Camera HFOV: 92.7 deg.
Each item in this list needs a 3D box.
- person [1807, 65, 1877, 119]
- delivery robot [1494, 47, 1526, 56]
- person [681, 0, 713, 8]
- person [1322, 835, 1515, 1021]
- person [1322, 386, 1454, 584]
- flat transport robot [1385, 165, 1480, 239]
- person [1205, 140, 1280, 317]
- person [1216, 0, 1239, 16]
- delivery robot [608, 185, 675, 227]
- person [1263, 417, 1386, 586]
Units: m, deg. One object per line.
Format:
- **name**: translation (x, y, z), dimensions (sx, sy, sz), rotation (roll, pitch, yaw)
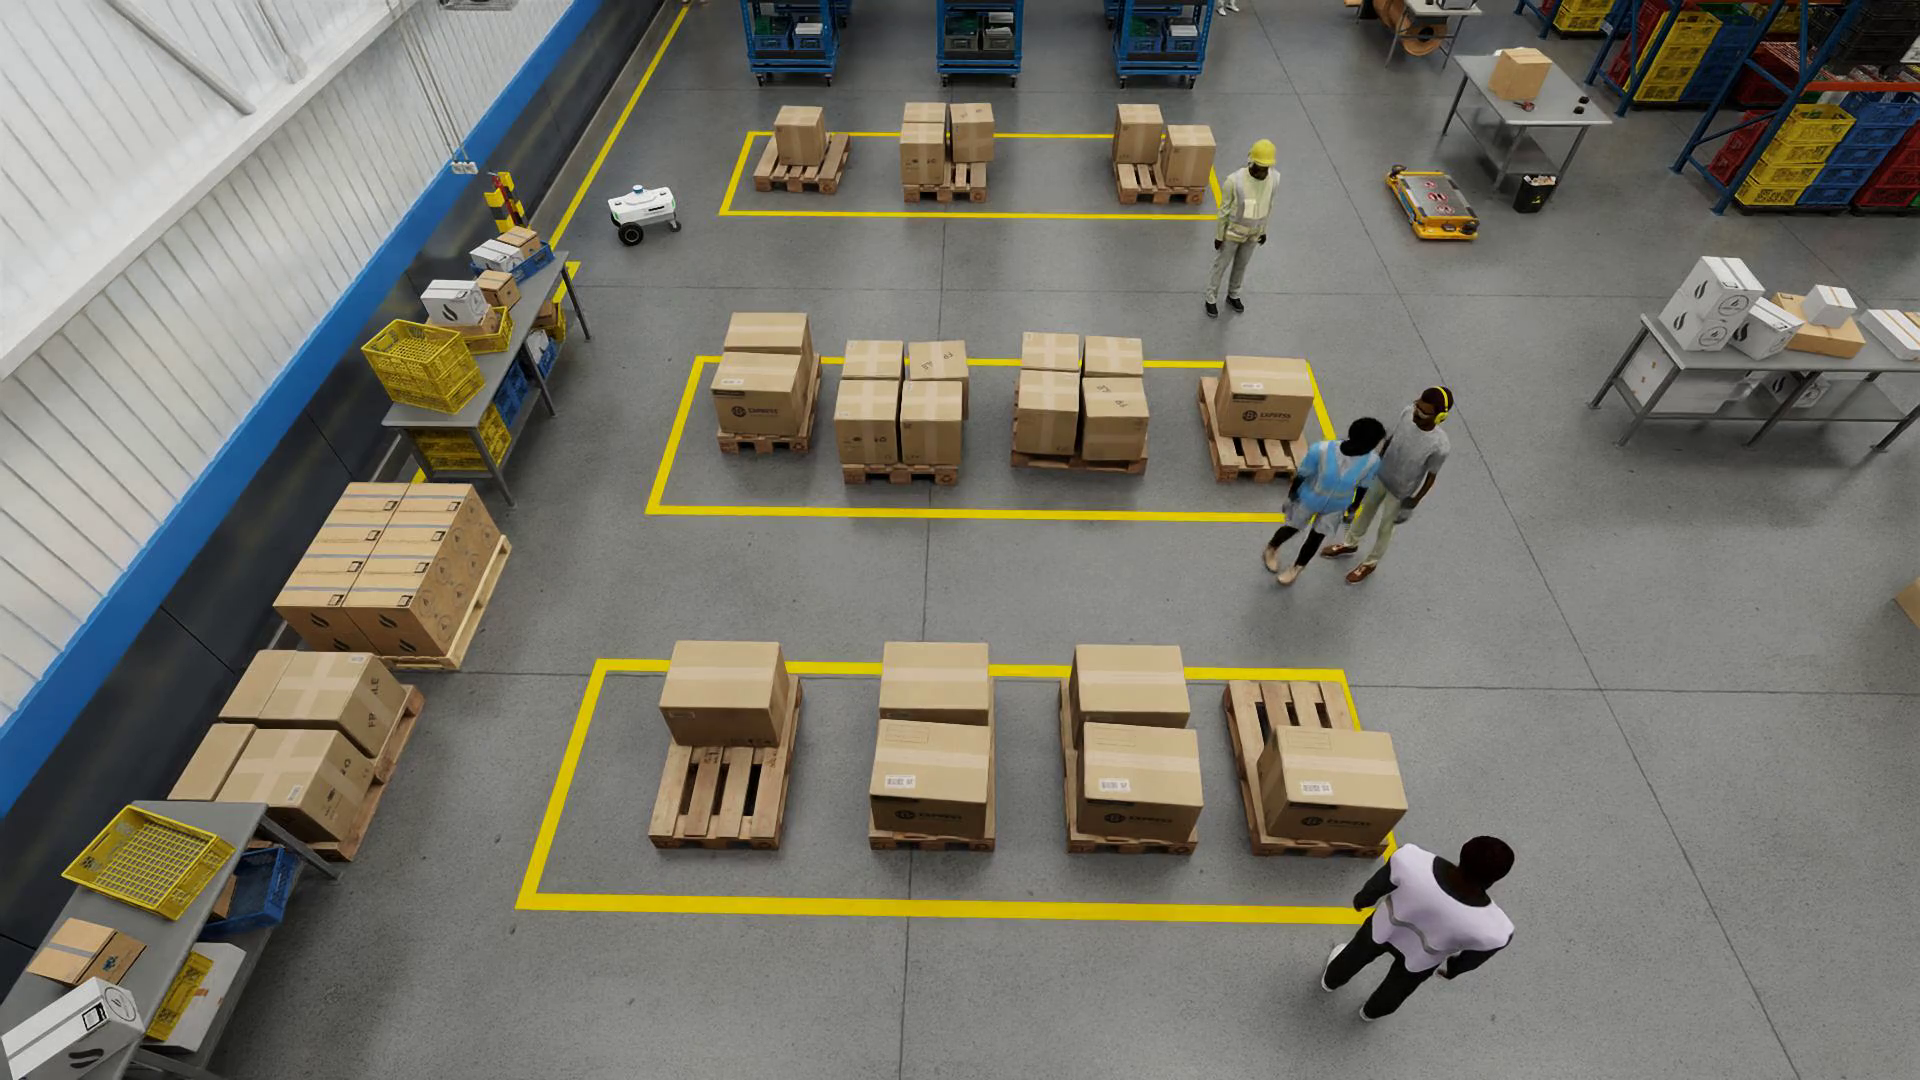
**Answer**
- **person**: translation (11.928, -6.390, 11.987), dimensions (0.342, 1.882, 0.579), rotation (-21, 52, -17)
- **delivery robot**: translation (7.975, -6.809, 13.163), dimensions (0.477, 0.478, 0.707), rotation (-9, 50, -8)
- **person**: translation (-4.440, -9.766, 14.853), dimensions (0.628, 1.980, 0.445), rotation (9, 50, 8)
- **person**: translation (2.304, 2.012, 4.695), dimensions (0.399, 1.915, 0.589), rotation (-35, 57, -26)
- **person**: translation (3.208, -0.397, 6.808), dimensions (0.327, 1.874, 0.518), rotation (-16, 51, -13)
- **flat transport robot**: translation (5.692, -4.094, 11.059), dimensions (0.652, 0.197, 1.431), rotation (1, 49, 1)
- **person**: translation (2.828, -3.096, 9.169), dimensions (0.591, 1.833, 0.403), rotation (-13, 50, -11)
- **person**: translation (4.466, -9.387, 14.740), dimensions (0.523, 1.639, 0.306), rotation (-27, 54, -21)
- **delivery robot**: translation (-3.668, -3.860, 10.610), dimensions (0.707, 0.478, 0.477), rotation (-20, 52, -17)
- **person**: translation (2.700, -0.269, 6.835), dimensions (0.572, 1.665, 0.431), rotation (9, 50, 8)
